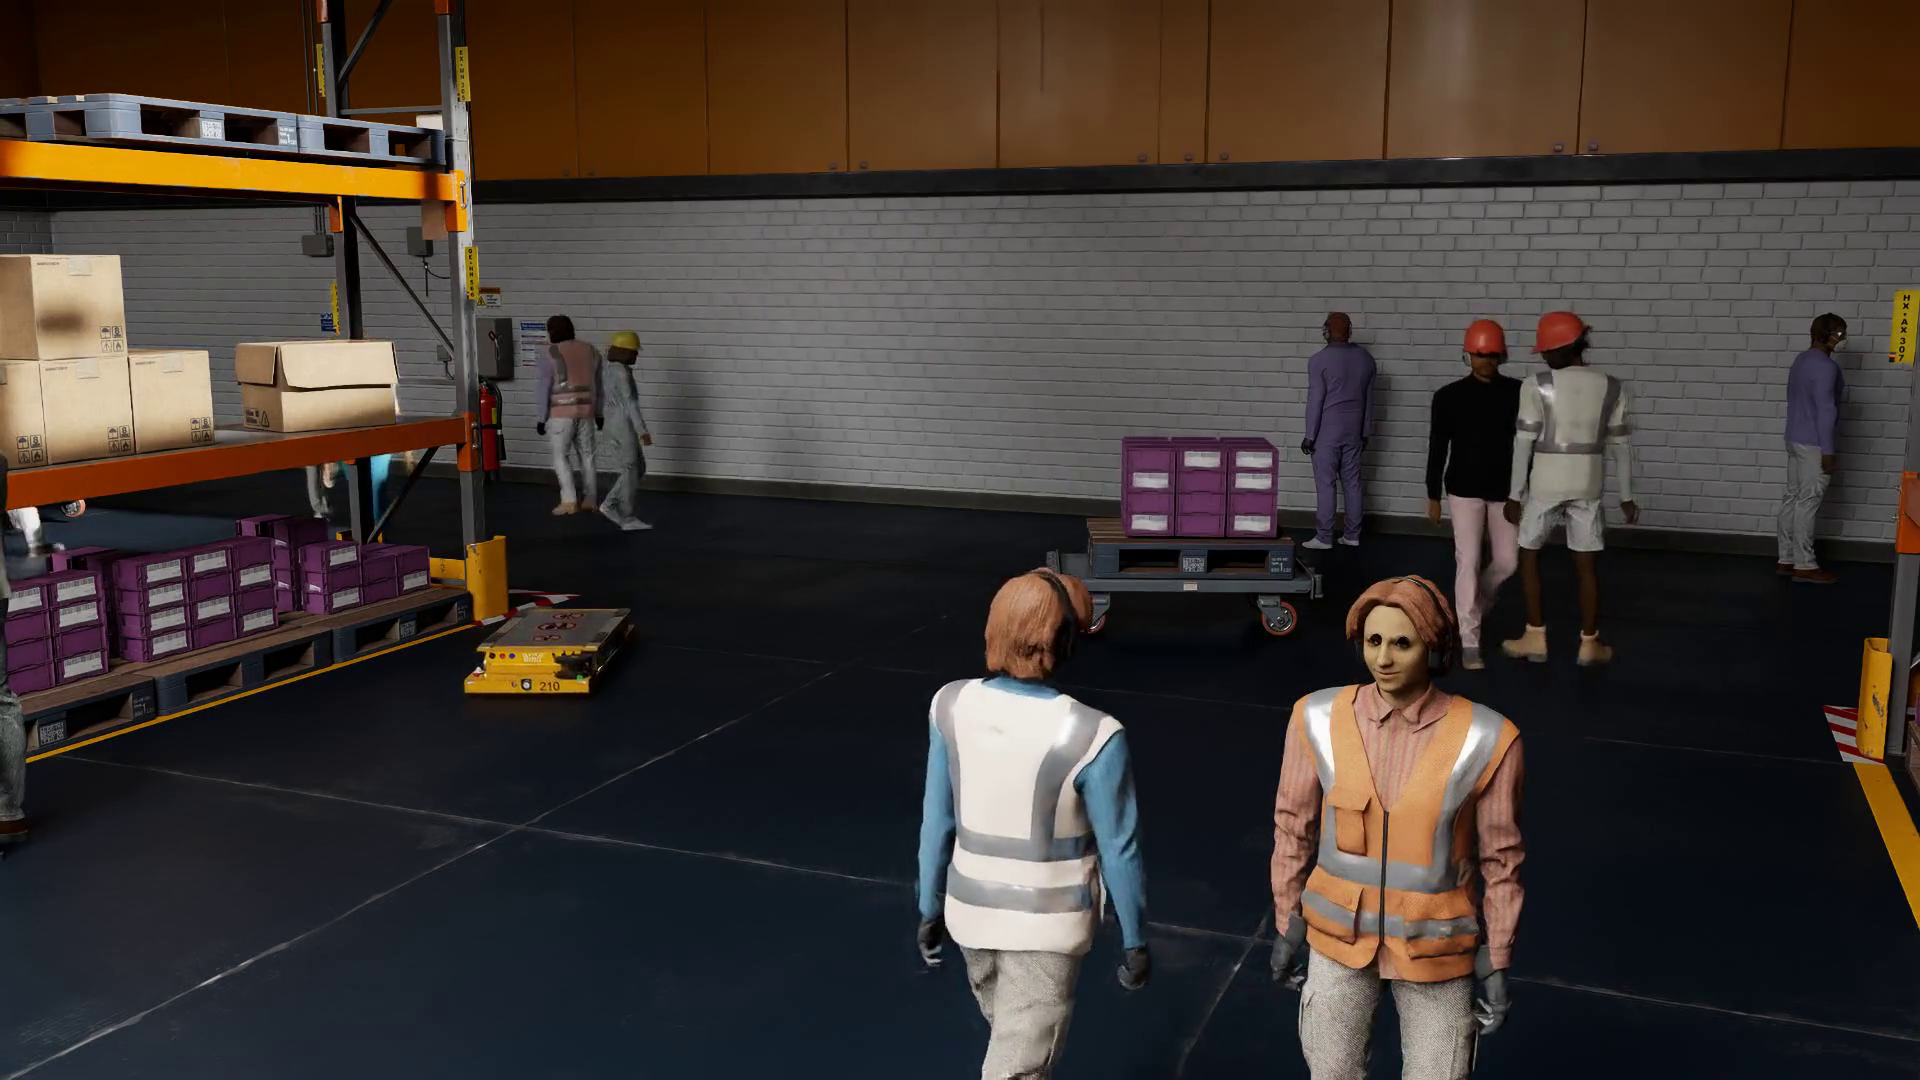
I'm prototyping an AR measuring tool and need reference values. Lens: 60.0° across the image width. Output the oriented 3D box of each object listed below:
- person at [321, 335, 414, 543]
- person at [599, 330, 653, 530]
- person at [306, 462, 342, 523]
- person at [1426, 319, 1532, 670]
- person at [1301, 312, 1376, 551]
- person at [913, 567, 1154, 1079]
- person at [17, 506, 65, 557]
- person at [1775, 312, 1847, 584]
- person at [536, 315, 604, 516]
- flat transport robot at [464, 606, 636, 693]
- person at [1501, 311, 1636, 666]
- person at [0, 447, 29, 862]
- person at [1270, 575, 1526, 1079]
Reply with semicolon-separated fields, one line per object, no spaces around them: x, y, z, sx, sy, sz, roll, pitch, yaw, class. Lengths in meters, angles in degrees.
-4.244;-0.562;11.859;0.625;1.799;0.902;0;9;-1;person
-2.824;-0.934;14.247;0.403;1.719;0.505;-3;10;-15;person
-5.685;-0.953;14.697;0.505;1.618;0.394;-9;13;-43;person
3.006;-0.283;9.555;0.639;1.971;0.780;1;9;3;person
2.993;-0.865;13.296;0.652;1.904;0.403;-5;10;-26;person
0.210;0.854;3.769;0.535;1.596;0.811;7;12;38;person
-7.411;-0.727;12.665;0.586;1.853;0.949;4;10;22;person
6.147;-0.665;11.992;0.373;1.936;0.627;1;9;8;person
-3.546;-1.135;15.244;0.474;1.824;0.681;9;13;44;person
-2.277;0.597;9.376;0.652;0.197;1.431;0;9;-1;flat transport robot
3.456;-0.278;9.450;0.750;2.017;0.438;0;9;0;person
-3.807;0.274;6.292;0.373;1.940;0.628;-1;9;-6;person
0.914;0.879;3.531;0.523;1.638;0.311;5;10;26;person
